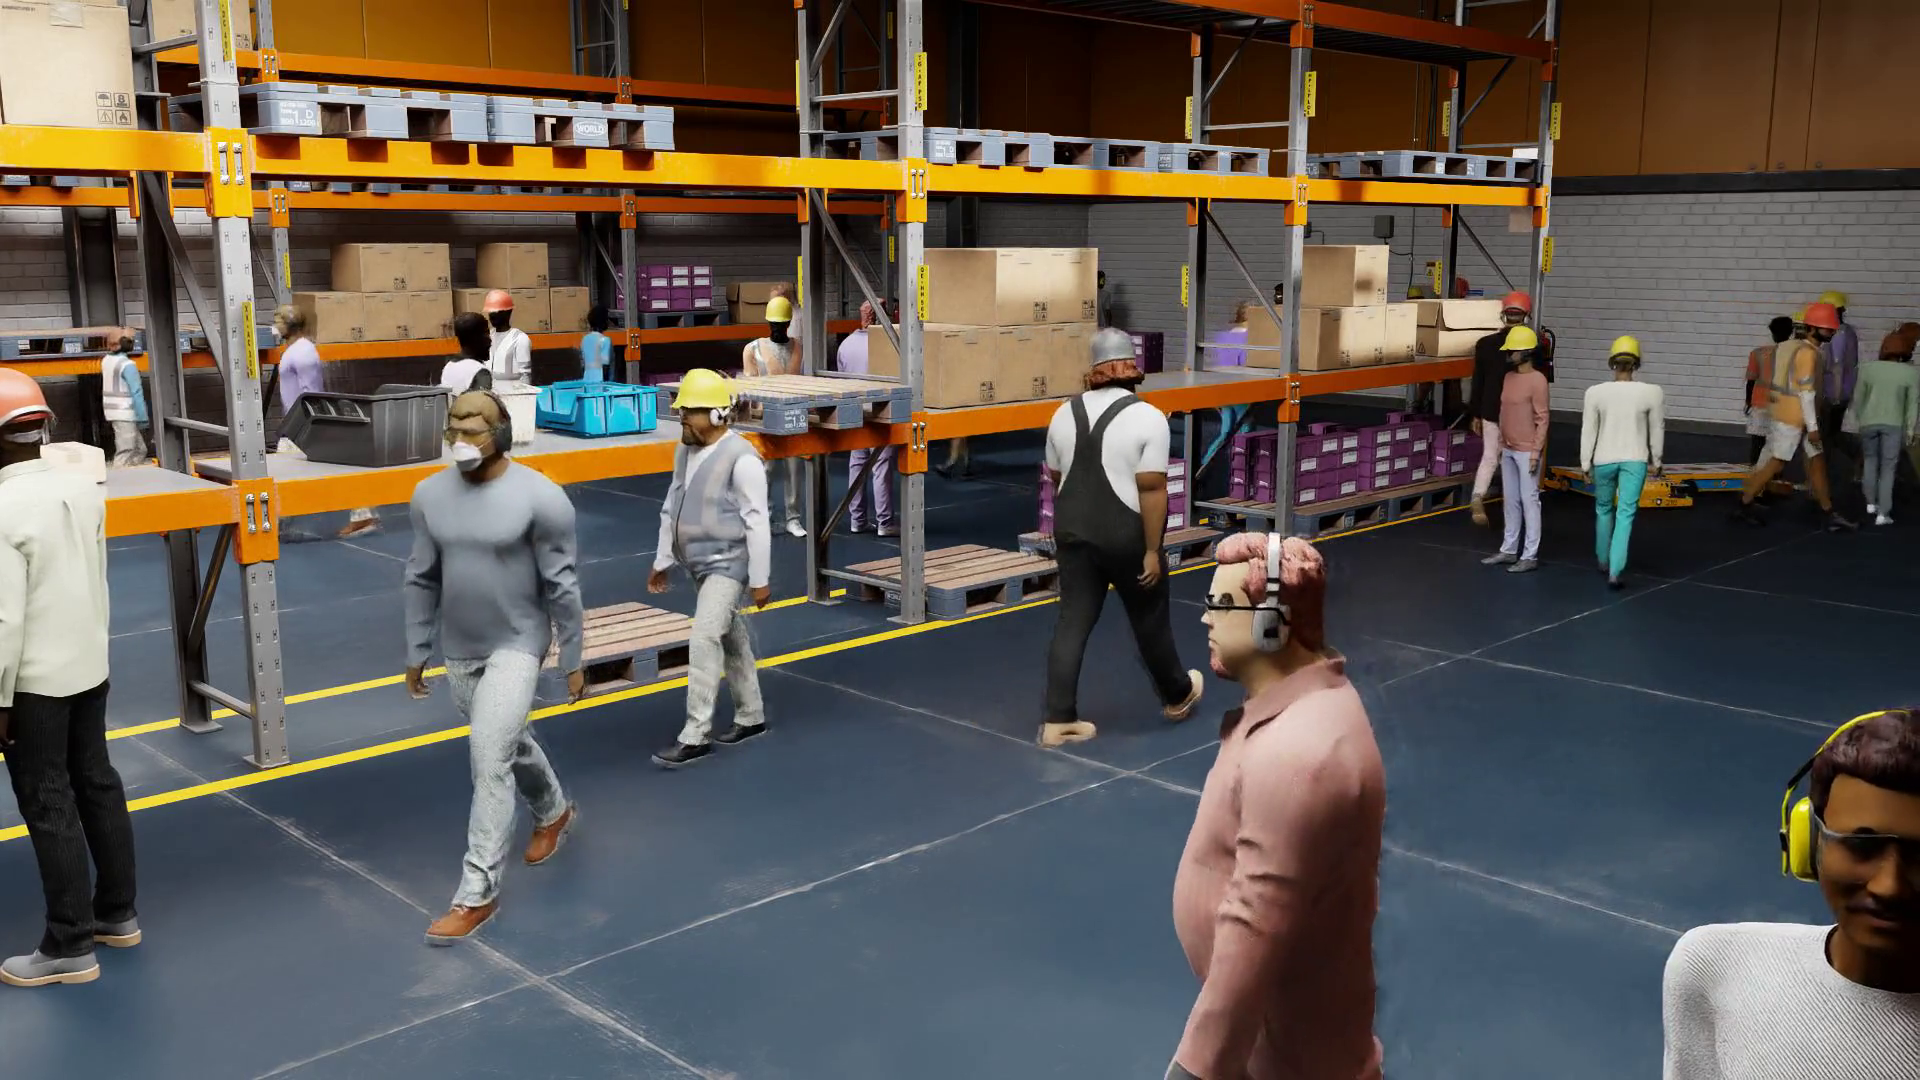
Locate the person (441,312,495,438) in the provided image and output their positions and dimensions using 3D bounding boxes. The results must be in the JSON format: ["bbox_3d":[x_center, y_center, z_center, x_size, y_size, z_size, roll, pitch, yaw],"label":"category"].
[{"bbox_3d":[-3.179,-0.537,10.924,0.440,1.908,0.613,-8,13,-38],"label":"person"}]

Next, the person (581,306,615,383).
[{"bbox_3d":[-3.911,-1.671,17.791,0.837,1.663,0.537,-10,14,-43],"label":"person"}]

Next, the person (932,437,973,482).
[{"bbox_3d":[-0.097,-1.519,16.360,0.566,1.884,0.975,5,11,25],"label":"person"}]

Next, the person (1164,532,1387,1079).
[{"bbox_3d":[0.650,0.902,3.287,1.045,1.854,0.635,1,10,6],"label":"person"}]

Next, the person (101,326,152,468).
[{"bbox_3d":[-7.207,-1.052,14.502,0.546,1.618,0.534,9,14,42],"label":"person"}]

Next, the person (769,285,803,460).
[{"bbox_3d":[-1.958,-1.785,17.844,0.764,1.870,0.662,-1,10,-5],"label":"person"}]

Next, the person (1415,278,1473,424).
[{"bbox_3d":[6.256,-2.413,21.294,1.001,1.855,0.555,10,14,43],"label":"person"}]

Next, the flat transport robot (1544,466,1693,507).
[{"bbox_3d":[5.998,-0.503,15.216,0.652,0.197,1.431,-2,11,-9],"label":"flat transport robot"}]

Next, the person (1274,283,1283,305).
[{"bbox_3d":[3.745,-2.020,19.160,0.316,1.861,0.514,0,10,0],"label":"person"}]

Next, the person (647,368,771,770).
[{"bbox_3d":[-1.199,0.126,7.611,0.806,1.802,0.600,-8,13,-36],"label":"person"}]

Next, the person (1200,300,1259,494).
[{"bbox_3d":[2.483,-1.276,15.208,0.690,1.817,0.599,-8,13,-37],"label":"person"}]

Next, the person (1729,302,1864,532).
[{"bbox_3d":[6.830,-0.995,13.536,1.005,1.873,0.574,6,12,28],"label":"person"}]

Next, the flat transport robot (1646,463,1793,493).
[{"bbox_3d":[6.978,-0.579,15.632,1.431,0.197,0.652,-2,11,-8],"label":"flat transport robot"}]

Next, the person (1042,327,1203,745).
[{"bbox_3d":[0.775,-0.064,7.994,0.703,2.000,1.034,9,14,40],"label":"person"}]

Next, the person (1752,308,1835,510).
[{"bbox_3d":[7.319,-1.136,14.582,0.920,1.788,0.579,-5,12,-27],"label":"person"}]

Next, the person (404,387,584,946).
[{"bbox_3d":[-1.653,0.381,6.002,0.643,1.893,1.040,4,11,19],"label":"person"}]

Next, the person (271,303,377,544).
[{"bbox_3d":[-5.125,-0.904,13.022,1.041,1.894,0.642,-4,11,-22],"label":"person"}]

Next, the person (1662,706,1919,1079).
[{"bbox_3d":[1.069,1.109,2.052,0.513,1.876,0.328,6,12,30],"label":"person"}]

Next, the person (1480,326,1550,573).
[{"bbox_3d":[4.005,-0.646,11.924,0.329,1.765,0.526,-2,11,-12],"label":"person"}]

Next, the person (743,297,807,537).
[{"bbox_3d":[-1.420,-0.963,13.211,0.594,1.922,0.375,-4,11,-22],"label":"person"}]

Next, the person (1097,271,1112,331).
[{"bbox_3d":[2.141,-3.246,25.833,0.518,1.865,0.326,6,12,28],"label":"person"}]

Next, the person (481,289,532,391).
[{"bbox_3d":[-3.985,-1.211,14.531,0.544,1.938,0.355,5,12,26],"label":"person"}]

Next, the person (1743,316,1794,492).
[{"bbox_3d":[7.542,-1.241,15.418,0.538,1.668,0.706,6,12,29],"label":"person"}]

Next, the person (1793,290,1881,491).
[{"bbox_3d":[8.250,-1.371,15.523,0.663,1.903,0.609,7,13,35],"label":"person"}]

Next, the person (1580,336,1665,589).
[{"bbox_3d":[4.569,-0.545,11.509,0.526,1.722,0.922,6,12,29],"label":"person"}]

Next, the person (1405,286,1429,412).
[{"bbox_3d":[5.999,-2.473,21.962,0.483,1.736,0.311,-6,12,-29],"label":"person"}]

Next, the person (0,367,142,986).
[{"bbox_3d":[-2.967,0.440,5.374,0.390,1.990,0.623,1,10,4],"label":"person"}]

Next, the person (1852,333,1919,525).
[{"bbox_3d":[7.821,-0.950,14.080,0.513,1.580,0.777,8,13,38],"label":"person"}]

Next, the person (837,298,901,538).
[{"bbox_3d":[-0.674,-0.977,13.333,0.637,1.911,0.403,9,14,41],"label":"person"}]

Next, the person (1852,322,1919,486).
[{"bbox_3d":[8.999,-1.270,15.810,0.875,1.579,0.511,8,13,37],"label":"person"}]

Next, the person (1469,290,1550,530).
[{"bbox_3d":[4.370,-1.004,13.322,0.615,1.972,0.669,7,13,34],"label":"person"}]
